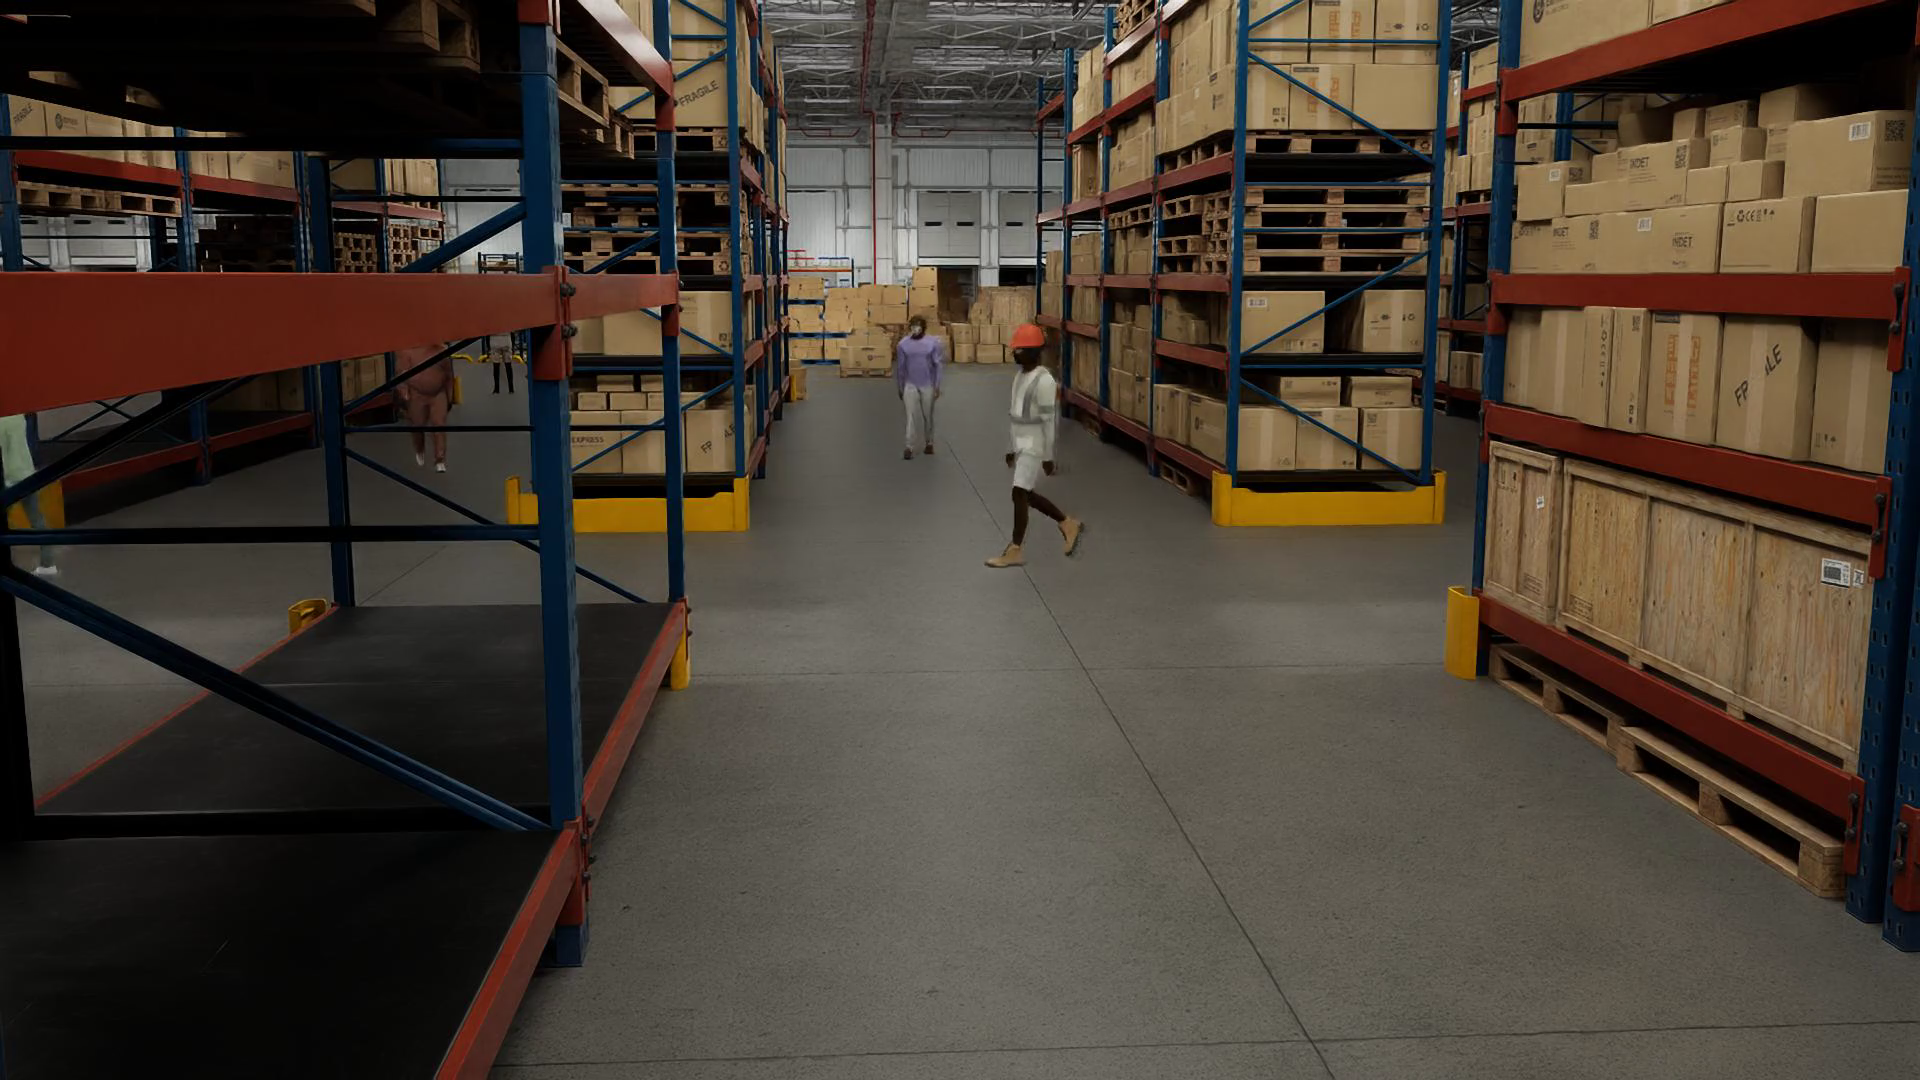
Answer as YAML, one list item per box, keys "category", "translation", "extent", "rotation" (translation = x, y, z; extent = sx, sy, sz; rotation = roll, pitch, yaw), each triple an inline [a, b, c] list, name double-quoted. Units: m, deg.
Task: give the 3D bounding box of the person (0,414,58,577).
- category: "person"
  translation: [-7.510, -0.483, 13.124]
  extent: [0.648, 1.606, 0.542]
  rotation: [0, 9, 2]

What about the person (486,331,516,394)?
- category: "person"
  translation: [-9.280, -3.915, 33.591]
  extent: [0.600, 1.959, 0.375]
  rotation: [-4, 10, -22]

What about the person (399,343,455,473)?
- category: "person"
  translation: [-6.540, -1.781, 20.435]
  extent: [0.653, 1.881, 0.723]
  rotation: [-4, 10, -21]

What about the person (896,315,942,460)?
- category: "person"
  translation: [-0.534, -2.030, 21.996]
  extent: [0.635, 1.897, 1.000]
  rotation: [1, 9, 8]

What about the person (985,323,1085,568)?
- category: "person"
  translation: [0.636, -0.780, 13.735]
  extent: [0.854, 2.024, 0.616]
  rotation: [-3, 10, -18]
